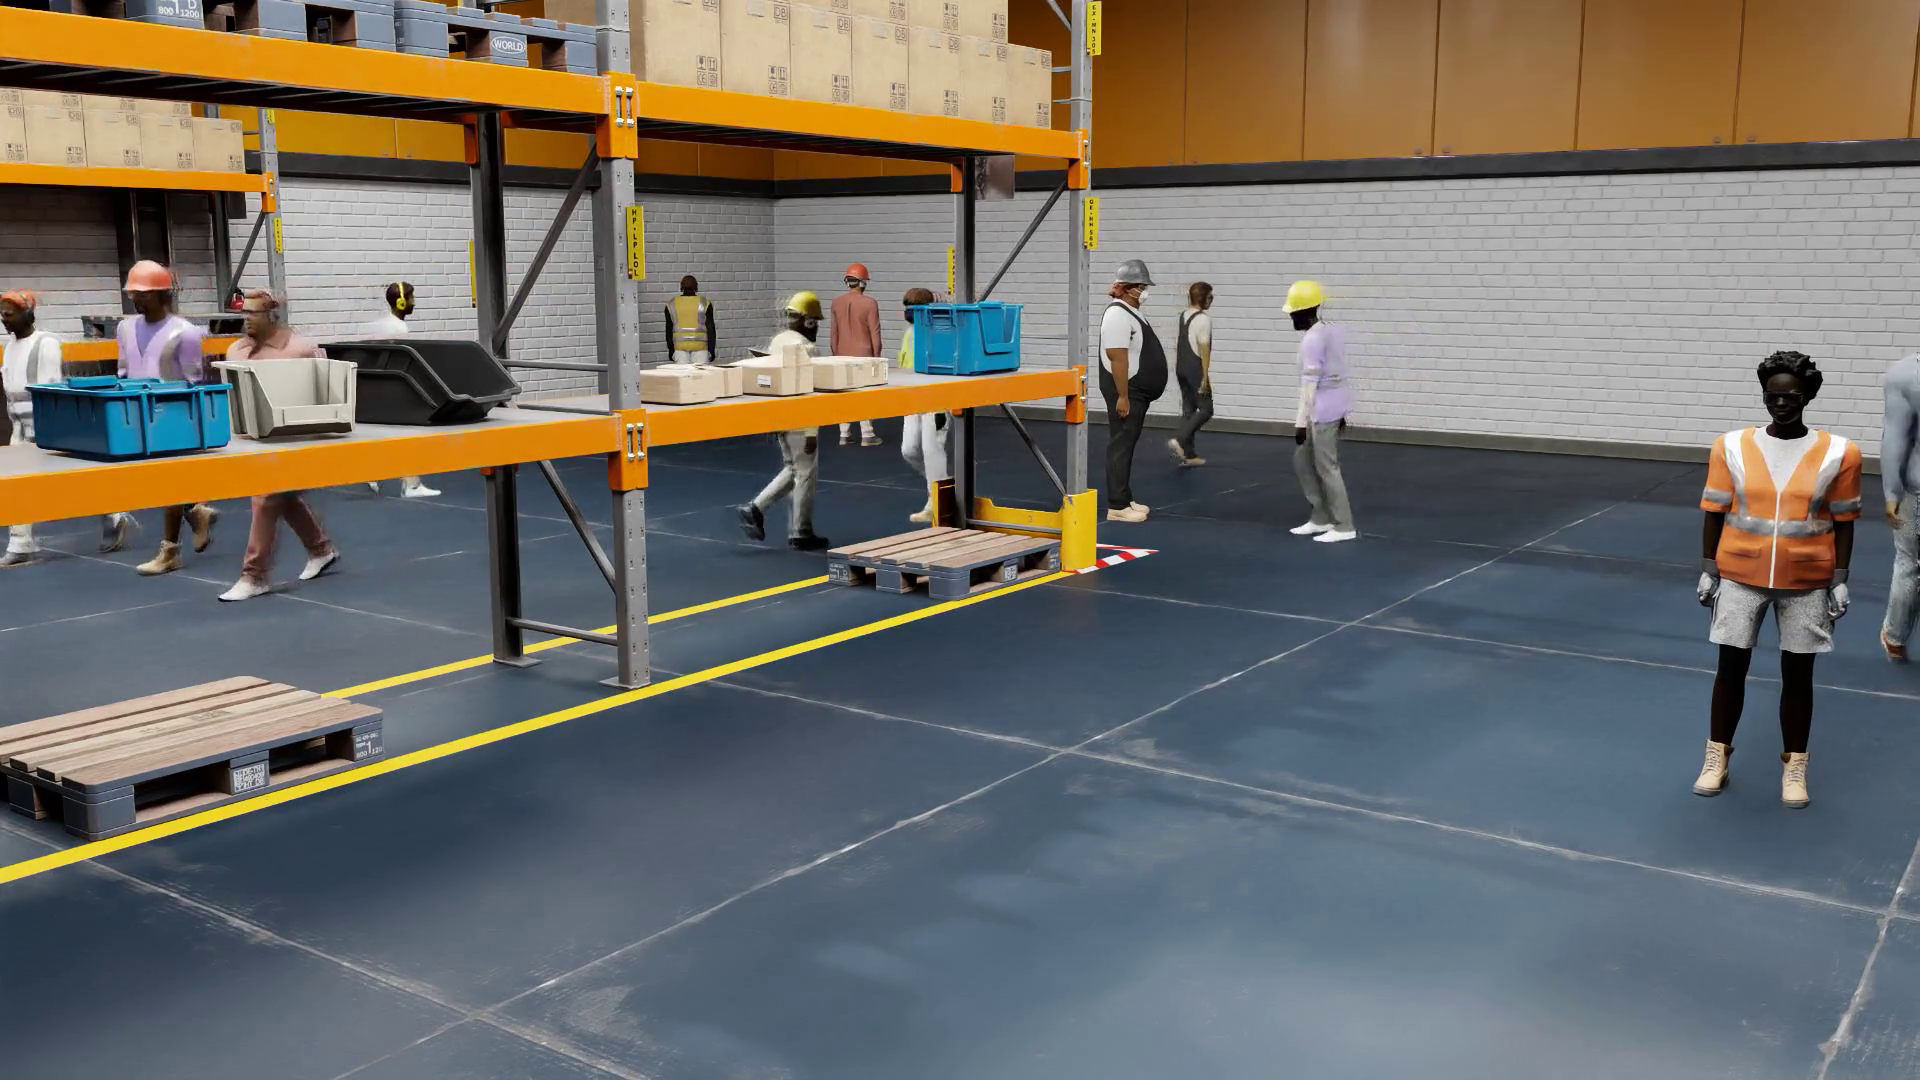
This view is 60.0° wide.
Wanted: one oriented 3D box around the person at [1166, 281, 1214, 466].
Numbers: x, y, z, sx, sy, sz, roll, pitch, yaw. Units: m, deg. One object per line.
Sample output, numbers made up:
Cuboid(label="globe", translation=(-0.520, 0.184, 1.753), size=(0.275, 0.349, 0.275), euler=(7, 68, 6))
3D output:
Cuboid(label="person", translation=(2.255, -1.606, 16.263), size=(0.478, 1.832, 0.515), euler=(-6, 11, -31))

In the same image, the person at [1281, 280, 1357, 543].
Cuboid(label="person", translation=(2.581, -0.905, 11.890), size=(0.614, 1.880, 0.601), euler=(2, 10, 13))

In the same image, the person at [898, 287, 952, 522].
Cuboid(label="person", translation=(-0.241, -1.048, 12.931), size=(0.465, 1.823, 0.667), euler=(-6, 11, -31))

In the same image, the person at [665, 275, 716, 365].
Cuboid(label="person", translation=(-3.380, -2.407, 20.958), size=(0.633, 1.846, 0.429), euler=(0, 10, 1))

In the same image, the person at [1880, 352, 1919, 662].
Cuboid(label="person", translation=(4.726, -0.249, 7.982), size=(0.632, 1.884, 1.033), euler=(4, 10, 21))

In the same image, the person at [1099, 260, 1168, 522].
Cuboid(label="person", translation=(1.359, -1.174, 13.032), size=(0.538, 2.000, 0.690), euler=(2, 10, 11))

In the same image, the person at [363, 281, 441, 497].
Cuboid(label="person", translation=(-4.799, -1.263, 14.132), size=(0.584, 1.851, 0.535), euler=(-8, 12, -38))

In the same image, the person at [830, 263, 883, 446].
Cuboid(label="person", translation=(-1.124, -2.027, 18.250), size=(0.622, 1.992, 0.386), euler=(5, 11, 27))

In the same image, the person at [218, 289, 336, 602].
Cuboid(label="person", translation=(-4.225, -0.611, 10.228), size=(0.653, 1.862, 1.013), euler=(5, 11, 25))

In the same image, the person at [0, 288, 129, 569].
Cuboid(label="person", translation=(-6.096, -0.762, 11.174), size=(0.584, 1.858, 0.897), euler=(5, 11, 28))

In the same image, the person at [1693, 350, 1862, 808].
Cuboid(label="person", translation=(3.028, 0.146, 6.193), size=(0.541, 1.695, 0.315), euler=(5, 11, 29))

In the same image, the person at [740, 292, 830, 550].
Cuboid(label="person", translation=(-1.181, -0.810, 11.544), size=(0.583, 1.805, 0.620), euler=(-6, 11, -33))

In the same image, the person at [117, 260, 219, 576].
Cuboid(label="person", translation=(-5.166, -0.801, 10.855), size=(0.630, 2.030, 0.689), euler=(3, 10, 18))
